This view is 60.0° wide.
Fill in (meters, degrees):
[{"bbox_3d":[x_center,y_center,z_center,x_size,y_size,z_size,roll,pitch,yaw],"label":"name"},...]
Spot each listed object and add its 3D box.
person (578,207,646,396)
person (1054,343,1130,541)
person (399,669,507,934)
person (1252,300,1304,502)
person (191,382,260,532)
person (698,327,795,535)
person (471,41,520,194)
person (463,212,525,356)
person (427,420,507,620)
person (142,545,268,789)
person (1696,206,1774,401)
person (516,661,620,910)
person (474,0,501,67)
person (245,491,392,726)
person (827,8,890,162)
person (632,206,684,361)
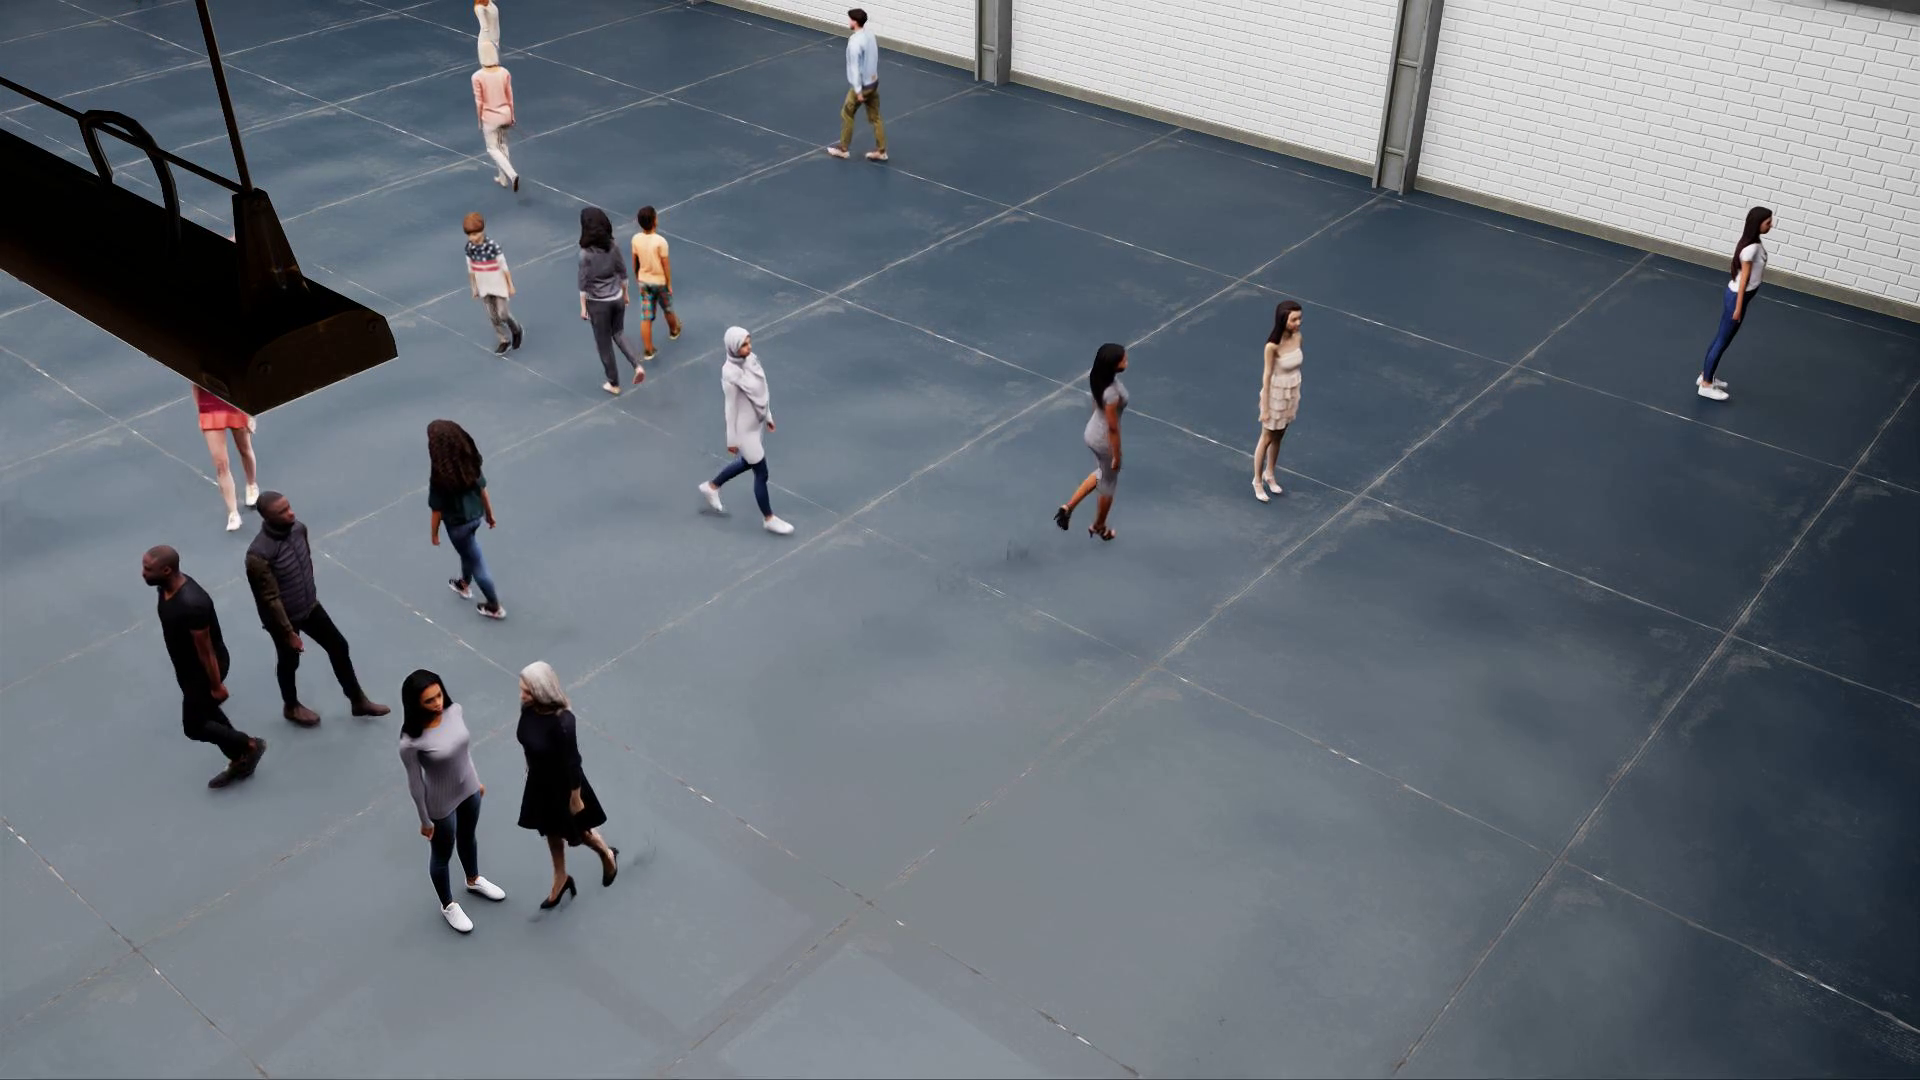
[{"bbox_3d":[-3.076,-2.070,14.705,0.708,1.749,0.625,27,42,34],"label":"person"},{"bbox_3d":[1.003,-0.696,12.625,0.863,1.763,0.831,-12,35,-17],"label":"person"},{"bbox_3d":[-2.909,1.445,9.429,0.582,1.735,0.650,17,37,24],"label":"person"},{"bbox_3d":[2.539,-1.116,13.282,0.610,1.735,0.573,-25,41,-33],"label":"person"},{"bbox_3d":[-5.795,-1.020,13.144,0.911,1.729,1.057,-9,35,-14],"label":"person"},{"bbox_3d":[-1.719,-0.869,12.894,1.158,1.754,0.881,11,35,16],"label":"person"},{"bbox_3d":[-5.207,-4.738,18.753,0.717,1.711,0.995,-23,40,-30],"label":"person"},{"bbox_3d":[-4.343,-2.422,15.527,0.694,1.425,0.750,5,34,7],"label":"person"},{"bbox_3d":[-3.485,-0.110,11.895,0.882,1.596,0.683,18,38,25],"label":"person"},{"bbox_3d":[-4.648,0.778,10.373,0.781,1.802,0.672,-27,42,-34],"label":"person"},{"bbox_3d":[6.872,-2.113,14.747,0.602,1.774,0.644,14,36,20],"label":"person"},{"bbox_3d":[-2.276,1.390,9.505,0.689,1.743,0.682,24,40,31],"label":"person"},{"bbox_3d":[-5.978,-6.292,21.088,0.750,1.713,0.693,-2,34,-4],"label":"person"},{"bbox_3d":[-4.419,0.470,10.829,1.086,1.809,0.935,11,35,16],"label":"person"},{"bbox_3d":[-1.049,-5.318,19.561,1.035,1.783,0.831,17,37,23],"label":"person"},{"bbox_3d":[-2.868,-2.350,15.421,0.982,1.422,0.911,6,34,8],"label":"person"}]
